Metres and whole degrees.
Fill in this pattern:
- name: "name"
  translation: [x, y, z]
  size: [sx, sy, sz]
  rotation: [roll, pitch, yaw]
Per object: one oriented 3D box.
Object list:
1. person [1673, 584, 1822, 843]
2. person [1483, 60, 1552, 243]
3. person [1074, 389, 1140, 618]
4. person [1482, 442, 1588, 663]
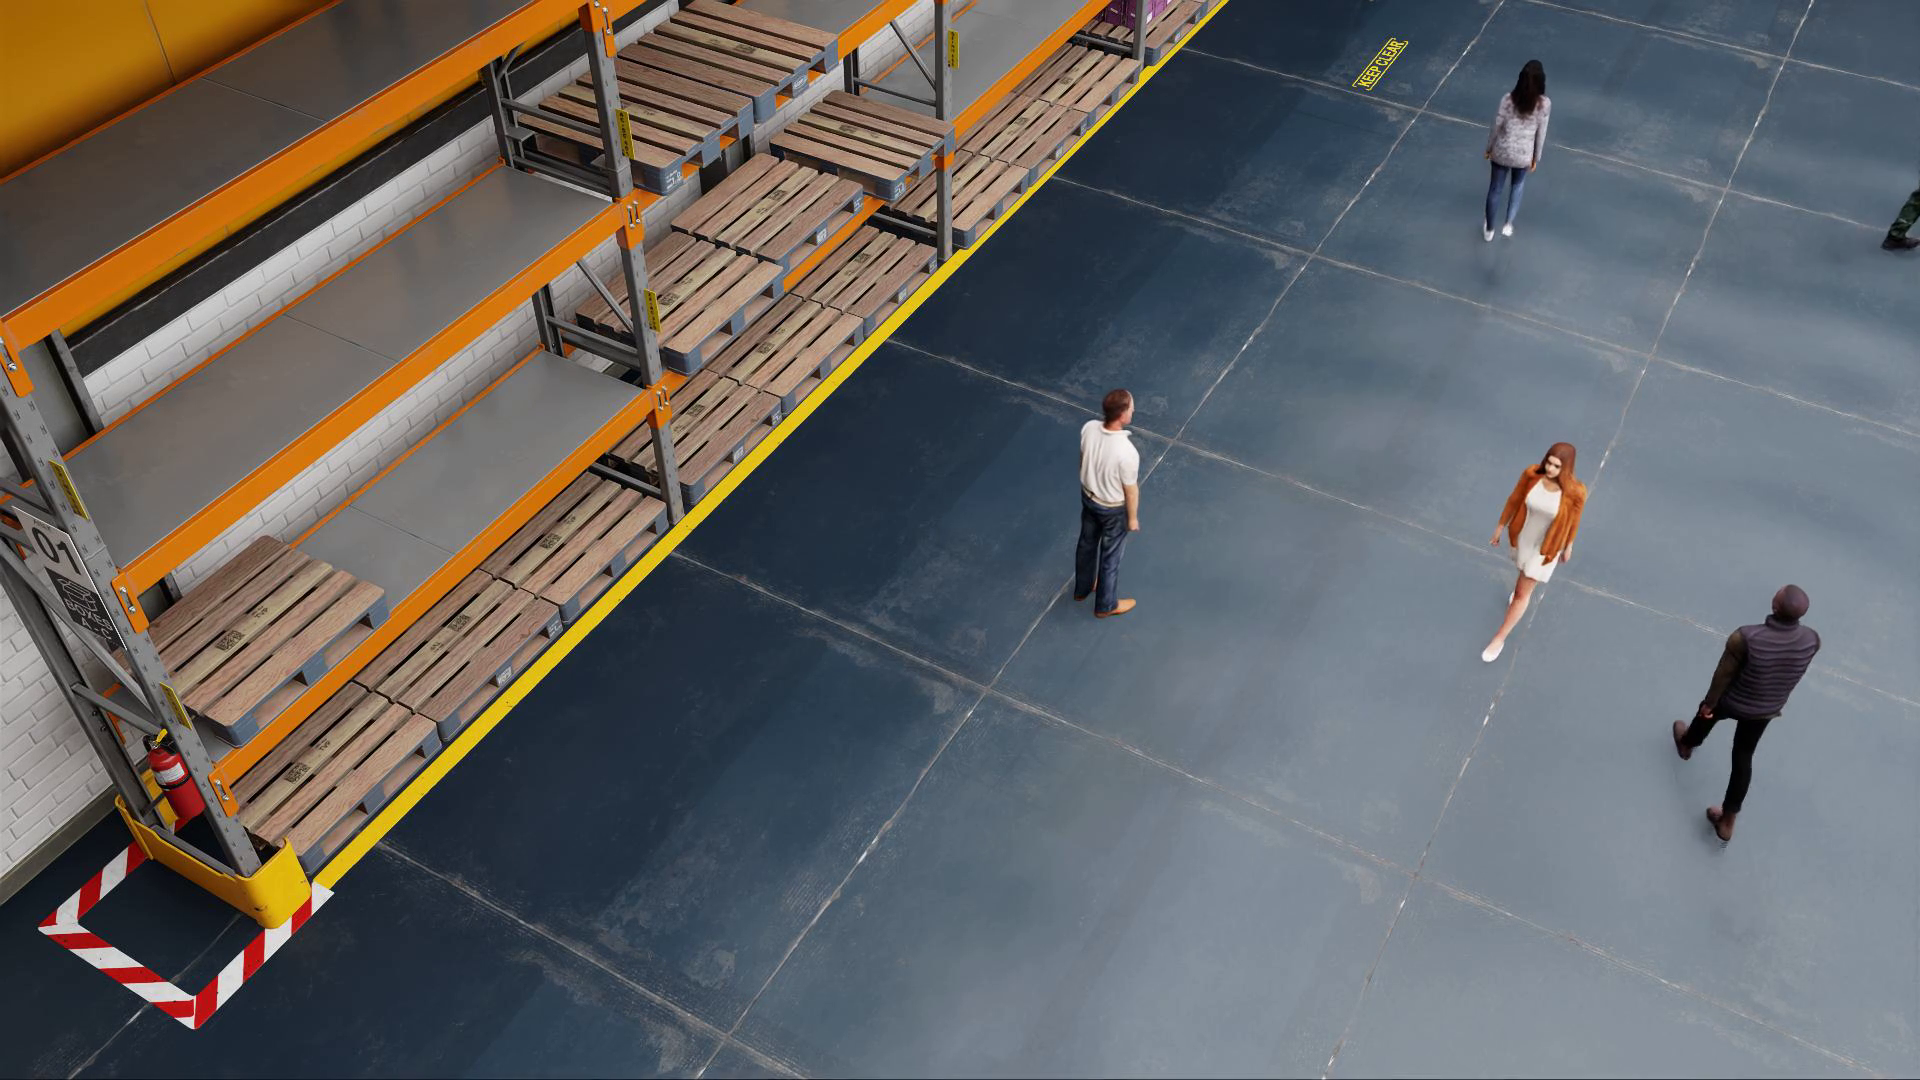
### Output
- name: "person"
  translation: [4.719, 1.031, 9.929]
  size: [1.071, 1.789, 1.316]
  rotation: [2, 44, 2]
- name: "person"
  translation: [4.832, -3.345, 14.571]
  size: [0.698, 1.722, 0.712]
  rotation: [9, 44, 9]
- name: "person"
  translation: [0.971, -0.242, 11.221]
  size: [0.717, 1.850, 0.742]
  rotation: [-27, 50, -26]
- name: "person"
  translation: [3.889, -0.047, 11.144]
  size: [0.786, 1.673, 1.187]
  rotation: [31, 52, 28]
